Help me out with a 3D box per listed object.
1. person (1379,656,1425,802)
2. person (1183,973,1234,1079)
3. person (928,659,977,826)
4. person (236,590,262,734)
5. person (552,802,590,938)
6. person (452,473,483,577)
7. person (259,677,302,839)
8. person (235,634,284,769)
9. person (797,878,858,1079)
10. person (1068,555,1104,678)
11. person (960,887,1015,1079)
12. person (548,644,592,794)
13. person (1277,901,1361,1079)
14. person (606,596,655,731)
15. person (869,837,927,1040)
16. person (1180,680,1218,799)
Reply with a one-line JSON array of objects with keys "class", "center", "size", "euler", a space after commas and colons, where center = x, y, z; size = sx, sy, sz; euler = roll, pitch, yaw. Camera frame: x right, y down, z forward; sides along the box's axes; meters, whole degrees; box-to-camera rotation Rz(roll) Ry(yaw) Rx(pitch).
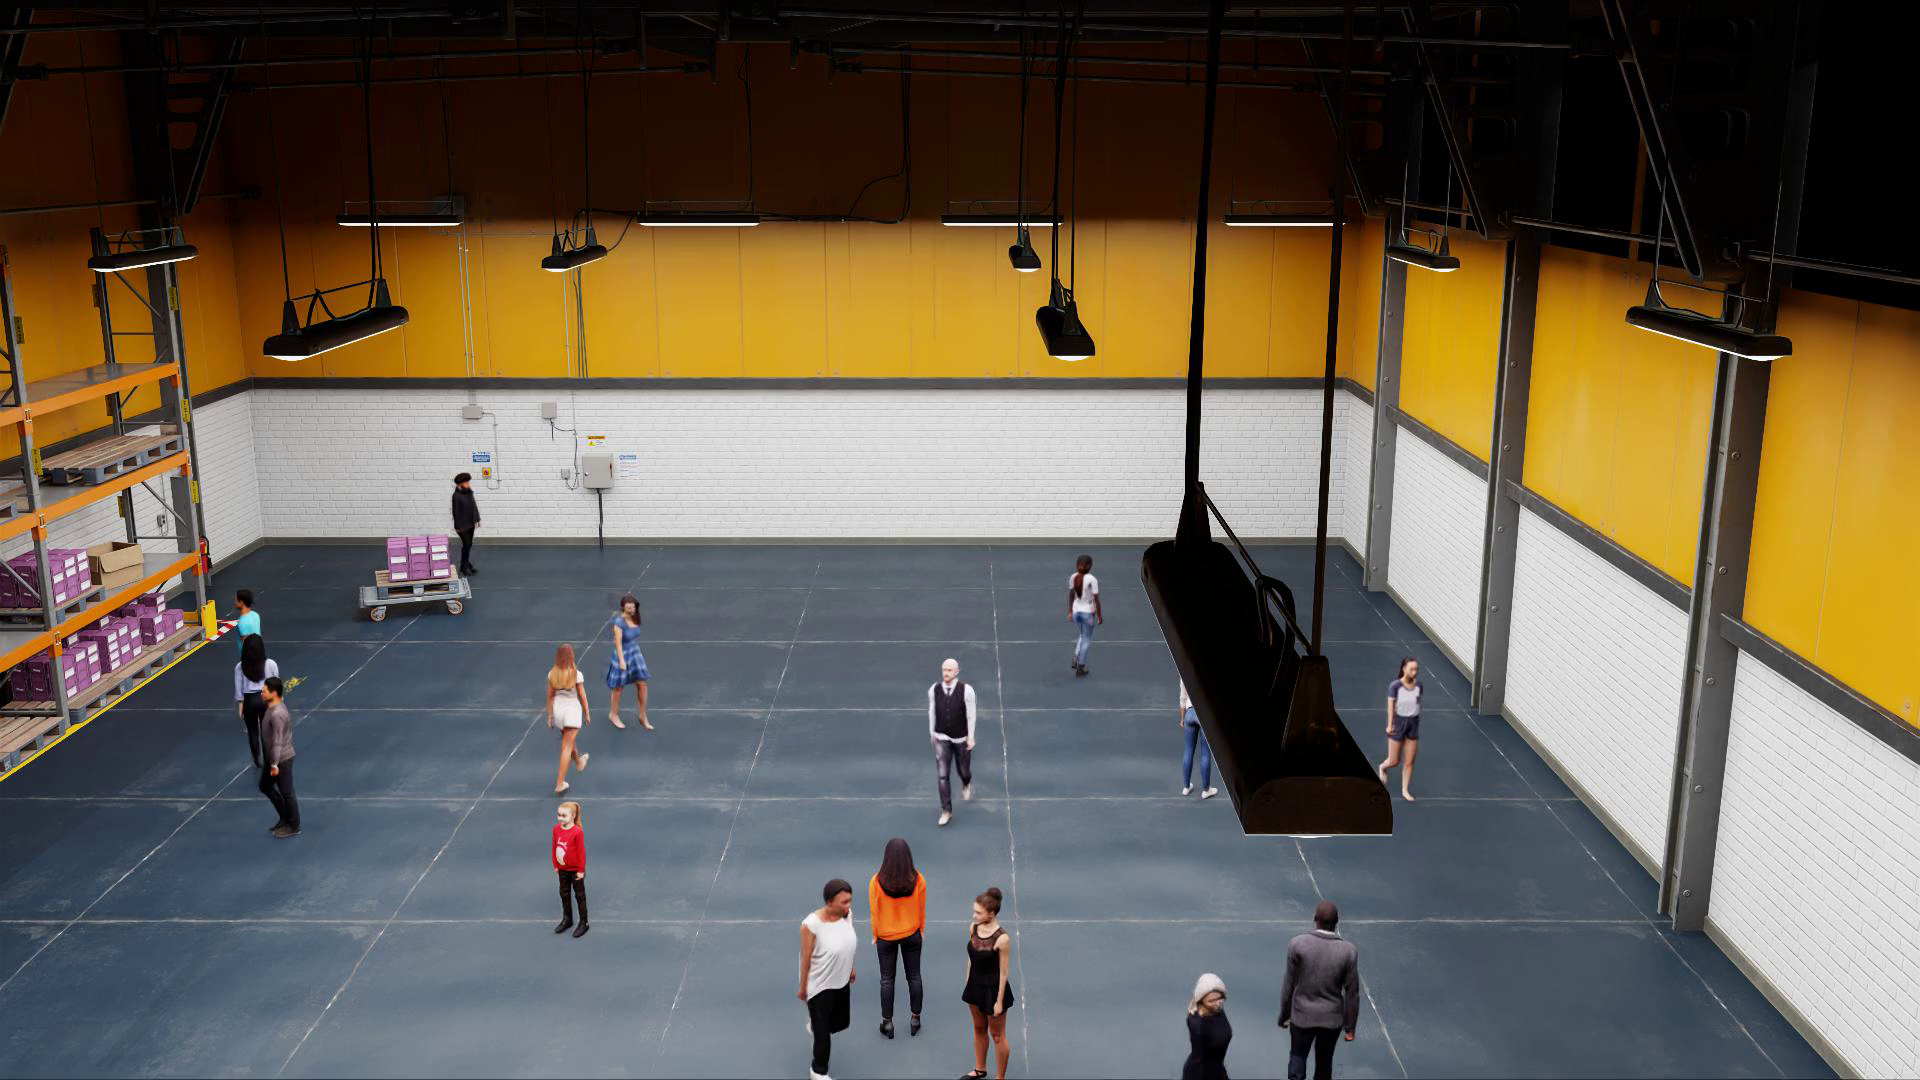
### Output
[{"class": "person", "center": [4.925, 2.087, 18.623], "size": [0.713, 1.635, 0.843], "euler": [-4, 14, -14]}, {"class": "person", "center": [1.681, 3.754, 11.561], "size": [0.889, 1.718, 0.776], "euler": [4, 14, 17]}, {"class": "person", "center": [-0.049, 2.145, 18.023], "size": [0.842, 1.803, 1.088], "euler": [4, 14, 14]}, {"class": "person", "center": [-8.839, 1.493, 20.787], "size": [0.734, 1.770, 0.497], "euler": [-3, 14, -13]}, {"class": "person", "center": [-3.613, 3.036, 15.451], "size": [0.545, 1.282, 0.568], "euler": [5, 14, 19]}, {"class": "person", "center": [-8.434, -0.282, 28.132], "size": [0.768, 1.763, 0.629], "euler": [5, 14, 19]}, {"class": "person", "center": [-7.089, 2.281, 17.547], "size": [0.825, 1.763, 0.709], "euler": [4, 14, 14]}, {"class": "person", "center": [-8.003, 1.955, 18.994], "size": [0.920, 1.716, 1.106], "euler": [-6, 15, -23]}, {"class": "person", "center": [-1.047, 3.417, 13.057], "size": [0.901, 1.669, 0.960], "euler": [-12, 18, -42]}, {"class": "person", "center": [1.653, 1.051, 22.743], "size": [0.732, 1.708, 0.791], "euler": [12, 18, 41]}, {"class": "person", "center": [0.220, 3.460, 12.846], "size": [0.738, 1.684, 0.672], "euler": [-12, 18, -41]}, {"class": "person", "center": [-4.467, 2.042, 18.789], "size": [0.737, 1.643, 1.165], "euler": [3, 14, 11]}, {"class": "person", "center": [2.614, 3.556, 12.208], "size": [0.861, 1.797, 0.939], "euler": [3, 14, 13]}, {"class": "person", "center": [-4.174, 1.534, 20.641], "size": [0.944, 1.758, 0.935], "euler": [6, 15, 24]}, {"class": "person", "center": [-0.498, 3.241, 13.613], "size": [0.660, 1.748, 0.619], "euler": [-3, 14, -11]}, {"class": "person", "center": [2.682, 2.036, 18.655], "size": [0.686, 1.719, 0.686], "euler": [8, 16, 29]}]
